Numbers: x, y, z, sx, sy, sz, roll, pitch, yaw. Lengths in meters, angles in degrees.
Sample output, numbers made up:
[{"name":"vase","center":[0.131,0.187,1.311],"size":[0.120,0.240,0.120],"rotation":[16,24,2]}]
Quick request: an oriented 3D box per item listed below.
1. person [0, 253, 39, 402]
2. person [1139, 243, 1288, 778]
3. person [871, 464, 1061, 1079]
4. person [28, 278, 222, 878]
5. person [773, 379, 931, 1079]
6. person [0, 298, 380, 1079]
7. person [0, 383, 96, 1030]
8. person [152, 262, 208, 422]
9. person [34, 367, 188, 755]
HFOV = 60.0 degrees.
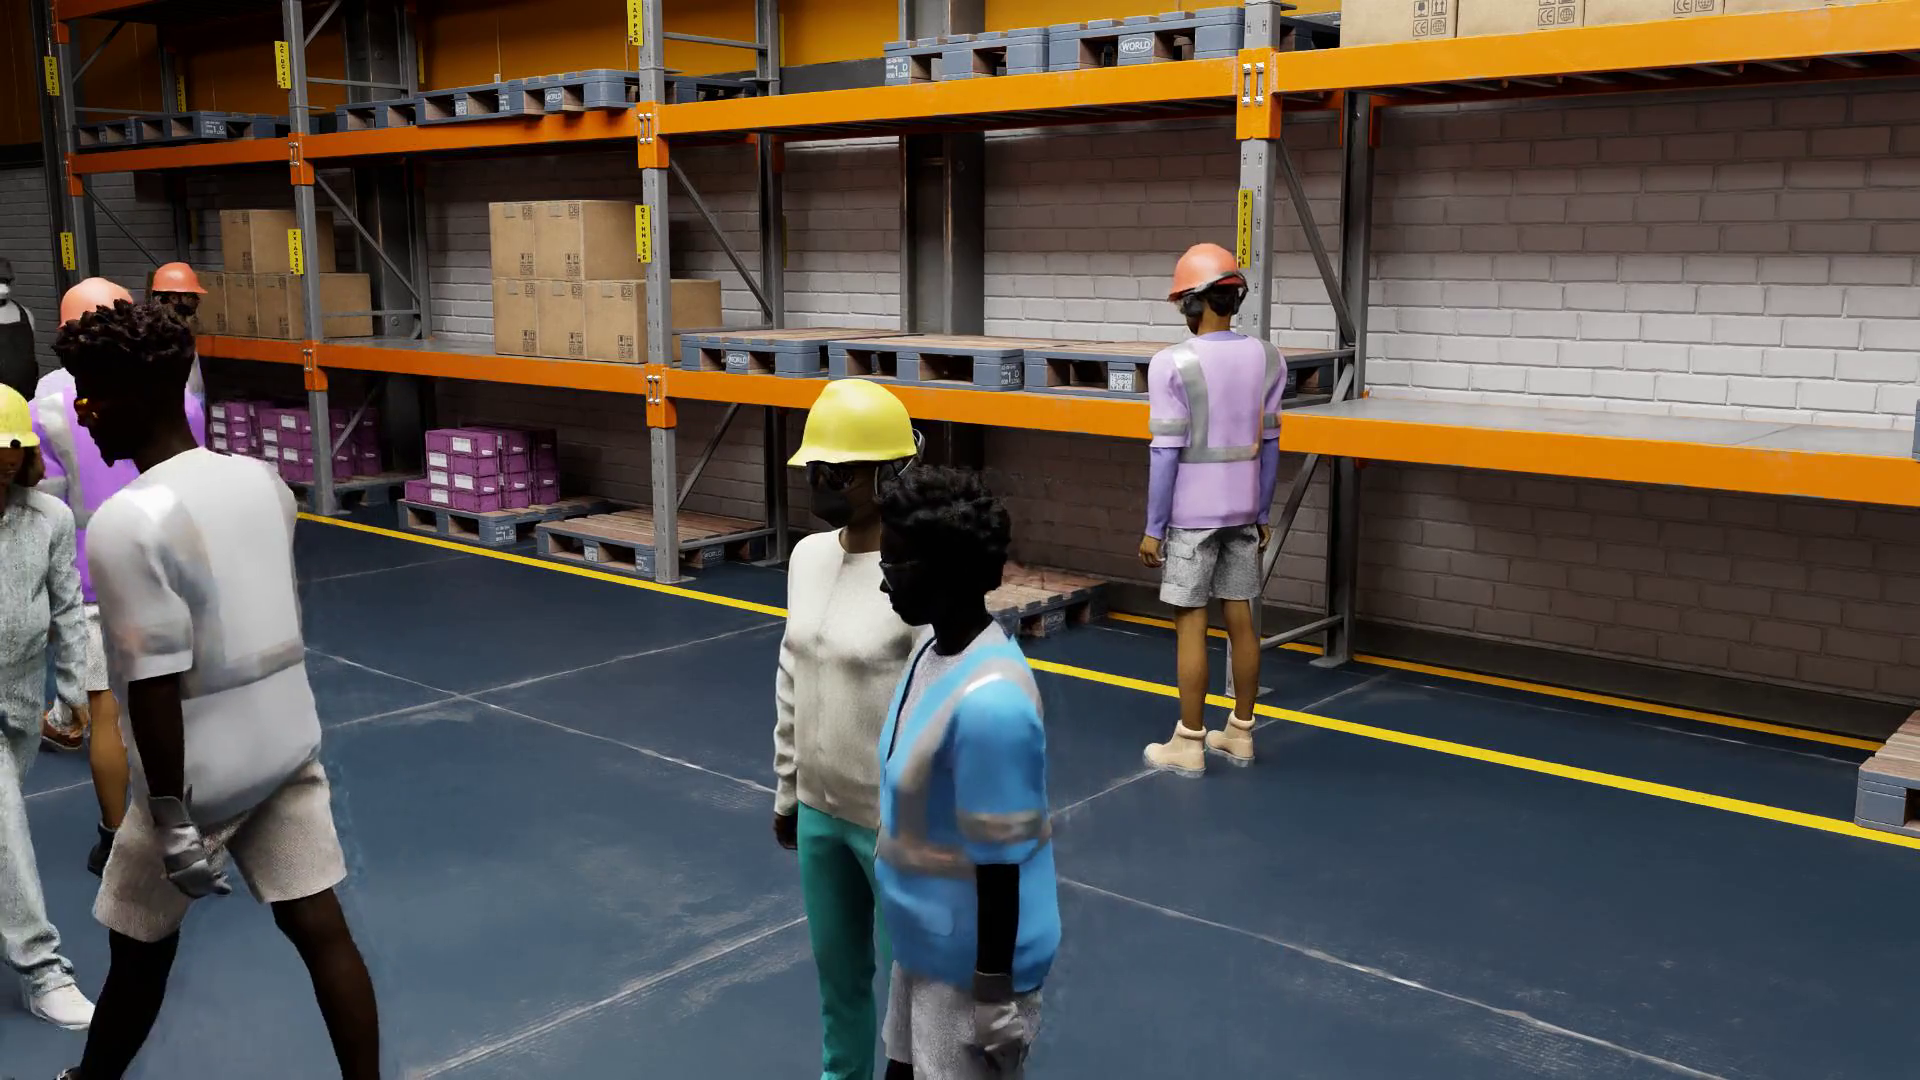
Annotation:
[{"name":"person","center":[-7.088,-1.125,12.184],"size":[0.942,2.000,0.680],"rotation":[7,12,34]},{"name":"person","center":[0.946,-0.106,6.390],"size":[0.607,2.040,0.378],"rotation":[-6,11,-29]},{"name":"person","center":[0.076,0.691,2.913],"size":[0.576,1.672,0.537],"rotation":[-2,10,-10]},{"name":"person","center":[-2.682,0.133,5.346],"size":[0.543,1.928,0.374],"rotation":[-7,12,-33]},{"name":"person","center":[-0.198,0.556,3.401],"size":[0.524,1.769,0.309],"rotation":[9,14,43]},{"name":"person","center":[-1.677,0.454,3.538],"size":[1.022,1.905,0.624],"rotation":[3,10,15]},{"name":"person","center":[-2.630,0.408,4.466],"size":[0.884,1.694,0.493],"rotation":[5,11,27]},{"name":"person","center":[-4.704,-0.705,10.089],"size":[0.373,1.934,0.551],"rotation":[-6,12,-31]},{"name":"person","center":[-3.271,-0.039,6.450],"size":[1.040,1.880,0.655],"rotation":[5,11,28]}]
